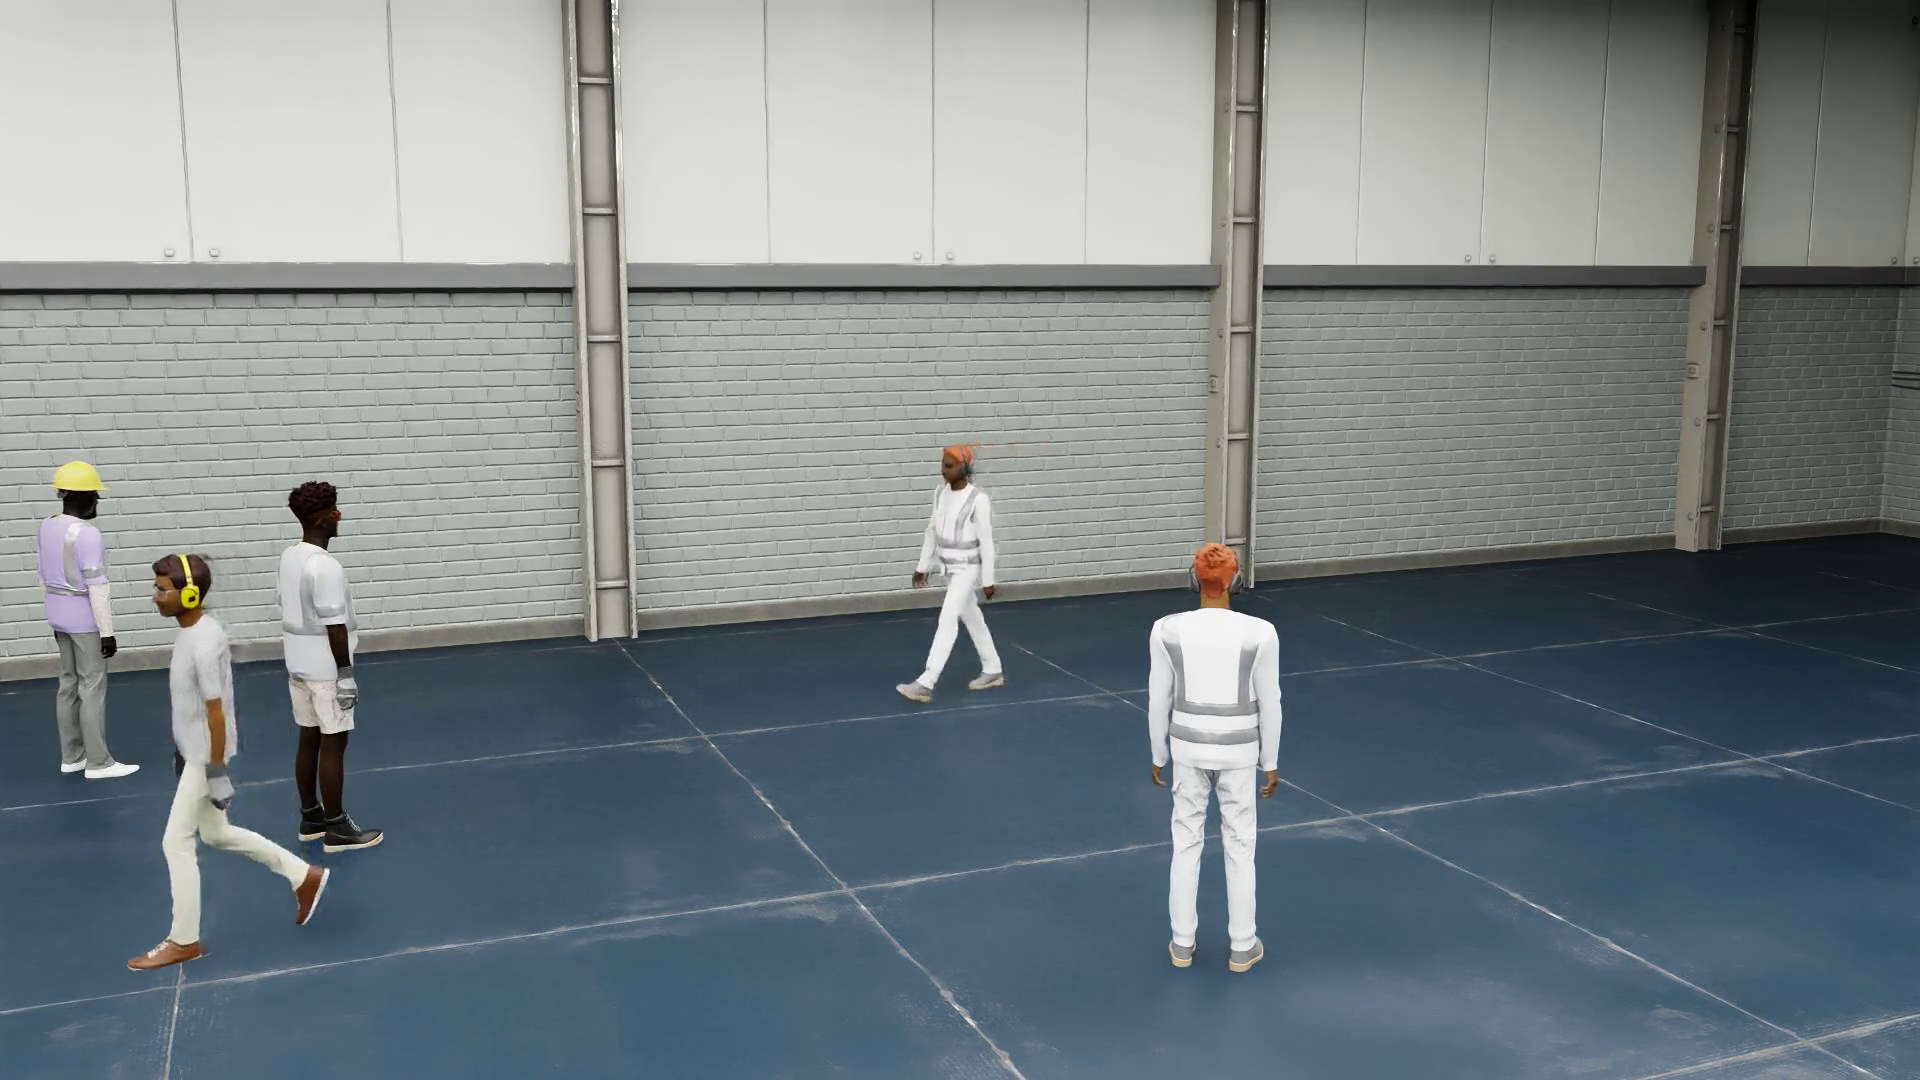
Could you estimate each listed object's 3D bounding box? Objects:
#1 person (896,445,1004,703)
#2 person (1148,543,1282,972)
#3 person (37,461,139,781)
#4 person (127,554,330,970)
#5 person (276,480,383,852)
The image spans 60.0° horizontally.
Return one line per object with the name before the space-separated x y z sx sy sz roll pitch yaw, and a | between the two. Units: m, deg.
person | -0.047 0.230 11.950 1.000 1.830 0.582 -5 11 -30
person | 1.110 0.945 7.261 0.573 1.887 0.354 3 9 16
person | -5.279 0.485 10.029 0.595 1.924 0.375 6 11 33
person | -3.295 0.948 7.402 0.797 1.844 0.526 -4 10 -26
person | -3.363 0.662 8.794 0.610 1.964 0.364 9 13 44
